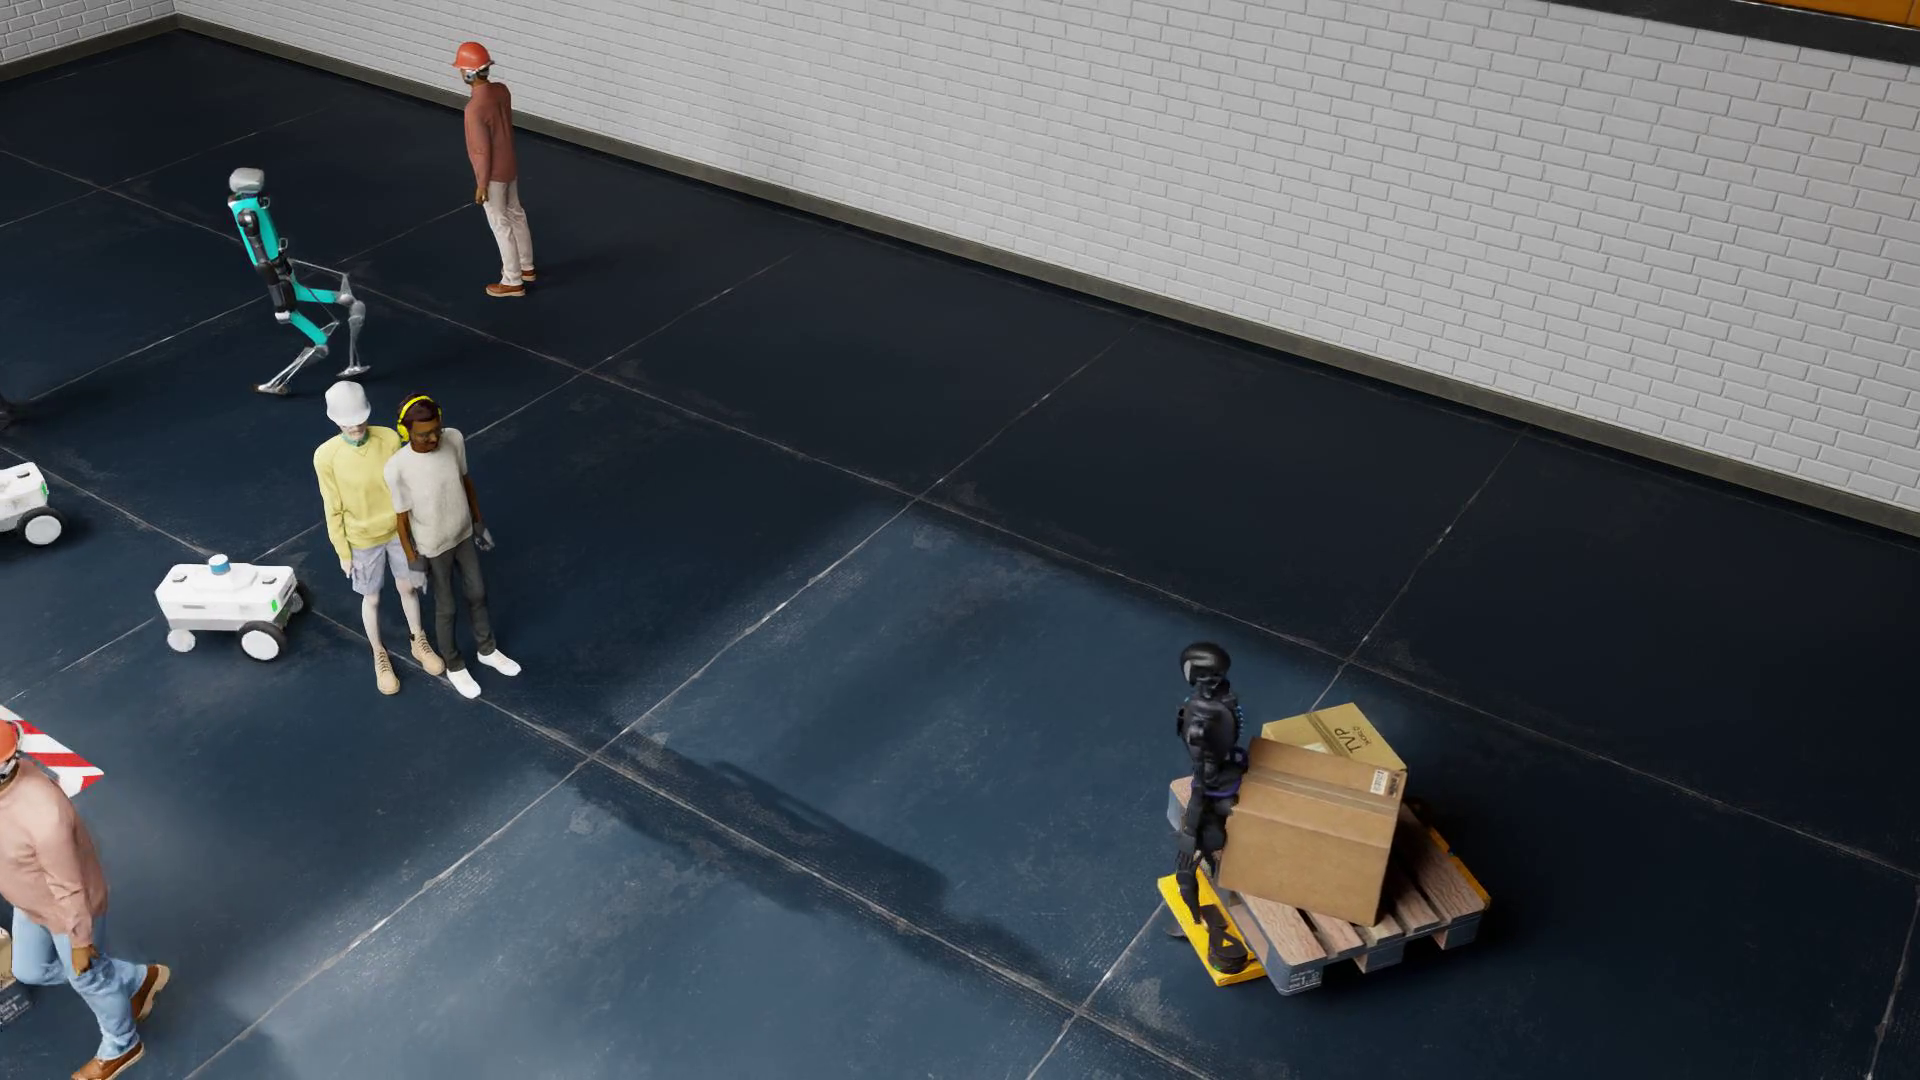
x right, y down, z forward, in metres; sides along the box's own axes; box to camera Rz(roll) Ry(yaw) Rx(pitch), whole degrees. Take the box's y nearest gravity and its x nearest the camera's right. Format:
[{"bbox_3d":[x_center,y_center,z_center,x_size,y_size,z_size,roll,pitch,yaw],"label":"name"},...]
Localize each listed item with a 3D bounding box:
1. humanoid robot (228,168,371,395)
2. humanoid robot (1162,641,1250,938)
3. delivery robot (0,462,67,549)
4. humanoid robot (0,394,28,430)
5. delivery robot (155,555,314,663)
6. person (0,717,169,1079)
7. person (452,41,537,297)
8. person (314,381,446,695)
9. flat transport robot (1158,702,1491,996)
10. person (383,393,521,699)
[{"bbox_3d":[-4.521,-1.760,11.526,1.038,1.750,0.552,-10,36,-14],"label":"humanoid robot"},{"bbox_3d":[1.141,1.149,7.401,0.465,1.634,0.610,12,37,16],"label":"humanoid robot"},{"bbox_3d":[-6.002,-0.184,10.284,0.807,0.603,0.499,-25,42,-31],"label":"delivery robot"},{"bbox_3d":[-6.729,-1.514,11.215,0.366,1.654,0.615,-9,36,-13],"label":"humanoid robot"},{"bbox_3d":[-4.140,0.362,9.512,0.801,0.612,0.499,1,35,2],"label":"delivery robot"},{"bbox_3d":[-3.646,1.456,6.690,0.638,1.979,0.468,26,42,32],"label":"person"},{"bbox_3d":[-3.600,-2.852,12.835,0.386,1.992,0.624,6,35,8],"label":"person"},{"bbox_3d":[-3.114,-0.030,8.895,0.487,1.888,0.396,-24,42,-30],"label":"person"},{"bbox_3d":[1.730,1.651,7.904,1.431,0.231,0.659,-11,37,-16],"label":"flat transport robot"},{"bbox_3d":[-2.714,0.030,8.845,0.353,1.851,0.526,22,41,28],"label":"person"}]
